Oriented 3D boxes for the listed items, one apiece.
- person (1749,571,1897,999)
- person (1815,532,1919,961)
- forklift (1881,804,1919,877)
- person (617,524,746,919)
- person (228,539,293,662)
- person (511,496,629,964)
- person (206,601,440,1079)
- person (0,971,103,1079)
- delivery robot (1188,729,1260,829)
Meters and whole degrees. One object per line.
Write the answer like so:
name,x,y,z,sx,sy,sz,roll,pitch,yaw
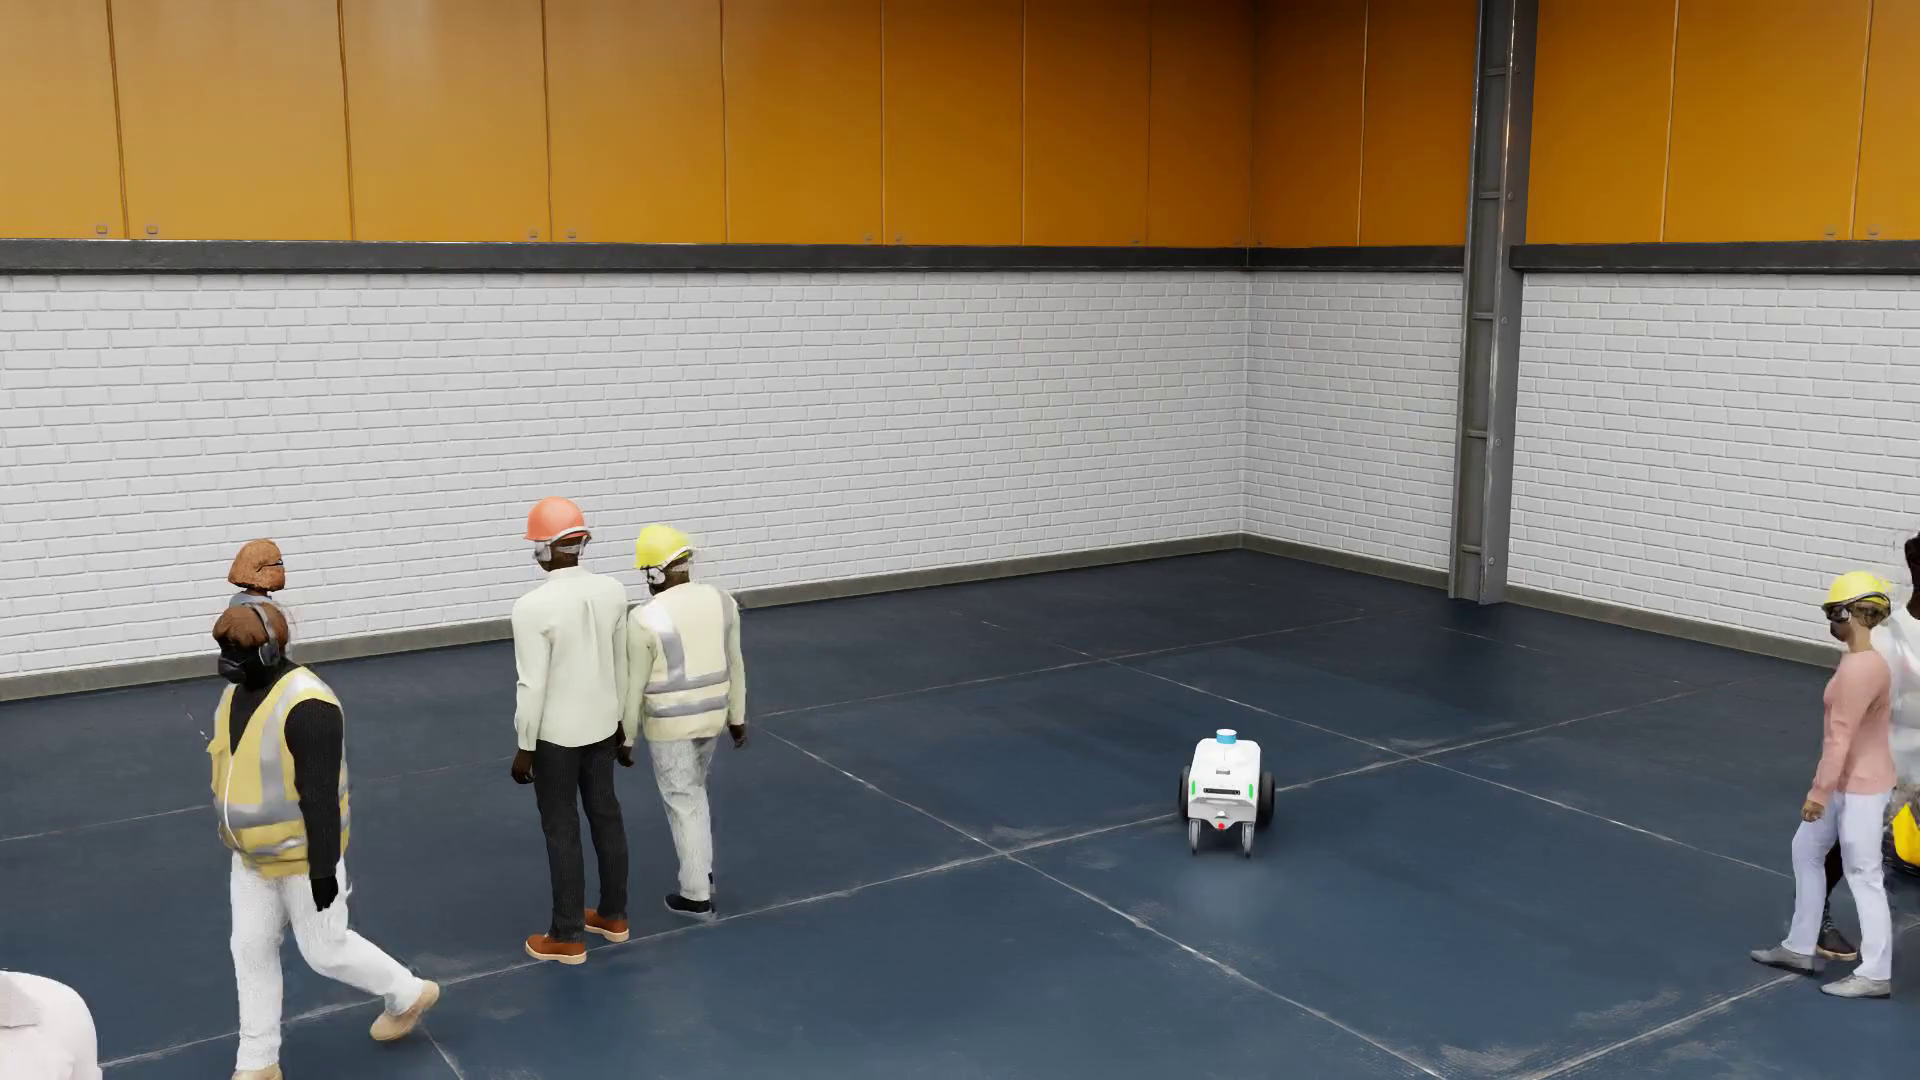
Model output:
person,3.549,0.993,6.785,0.638,1.722,0.529,5,11,27
person,3.878,0.899,6.793,0.626,1.911,1.025,-3,10,-20
forklift,5.511,0.571,7.906,2.313,2.155,1.214,-6,11,-33
person,-1.301,0.820,7.582,0.538,1.800,0.616,8,12,38
person,-3.405,0.804,8.187,0.501,1.633,0.279,8,12,40
person,-1.673,0.803,7.114,0.398,1.990,0.622,6,11,33
person,-2.344,1.081,6.004,0.636,1.817,0.759,6,11,34
person,-1.878,1.518,3.138,0.422,1.890,0.650,6,11,30
delivery robot,1.374,1.225,8.612,0.477,0.478,0.707,2,10,12
